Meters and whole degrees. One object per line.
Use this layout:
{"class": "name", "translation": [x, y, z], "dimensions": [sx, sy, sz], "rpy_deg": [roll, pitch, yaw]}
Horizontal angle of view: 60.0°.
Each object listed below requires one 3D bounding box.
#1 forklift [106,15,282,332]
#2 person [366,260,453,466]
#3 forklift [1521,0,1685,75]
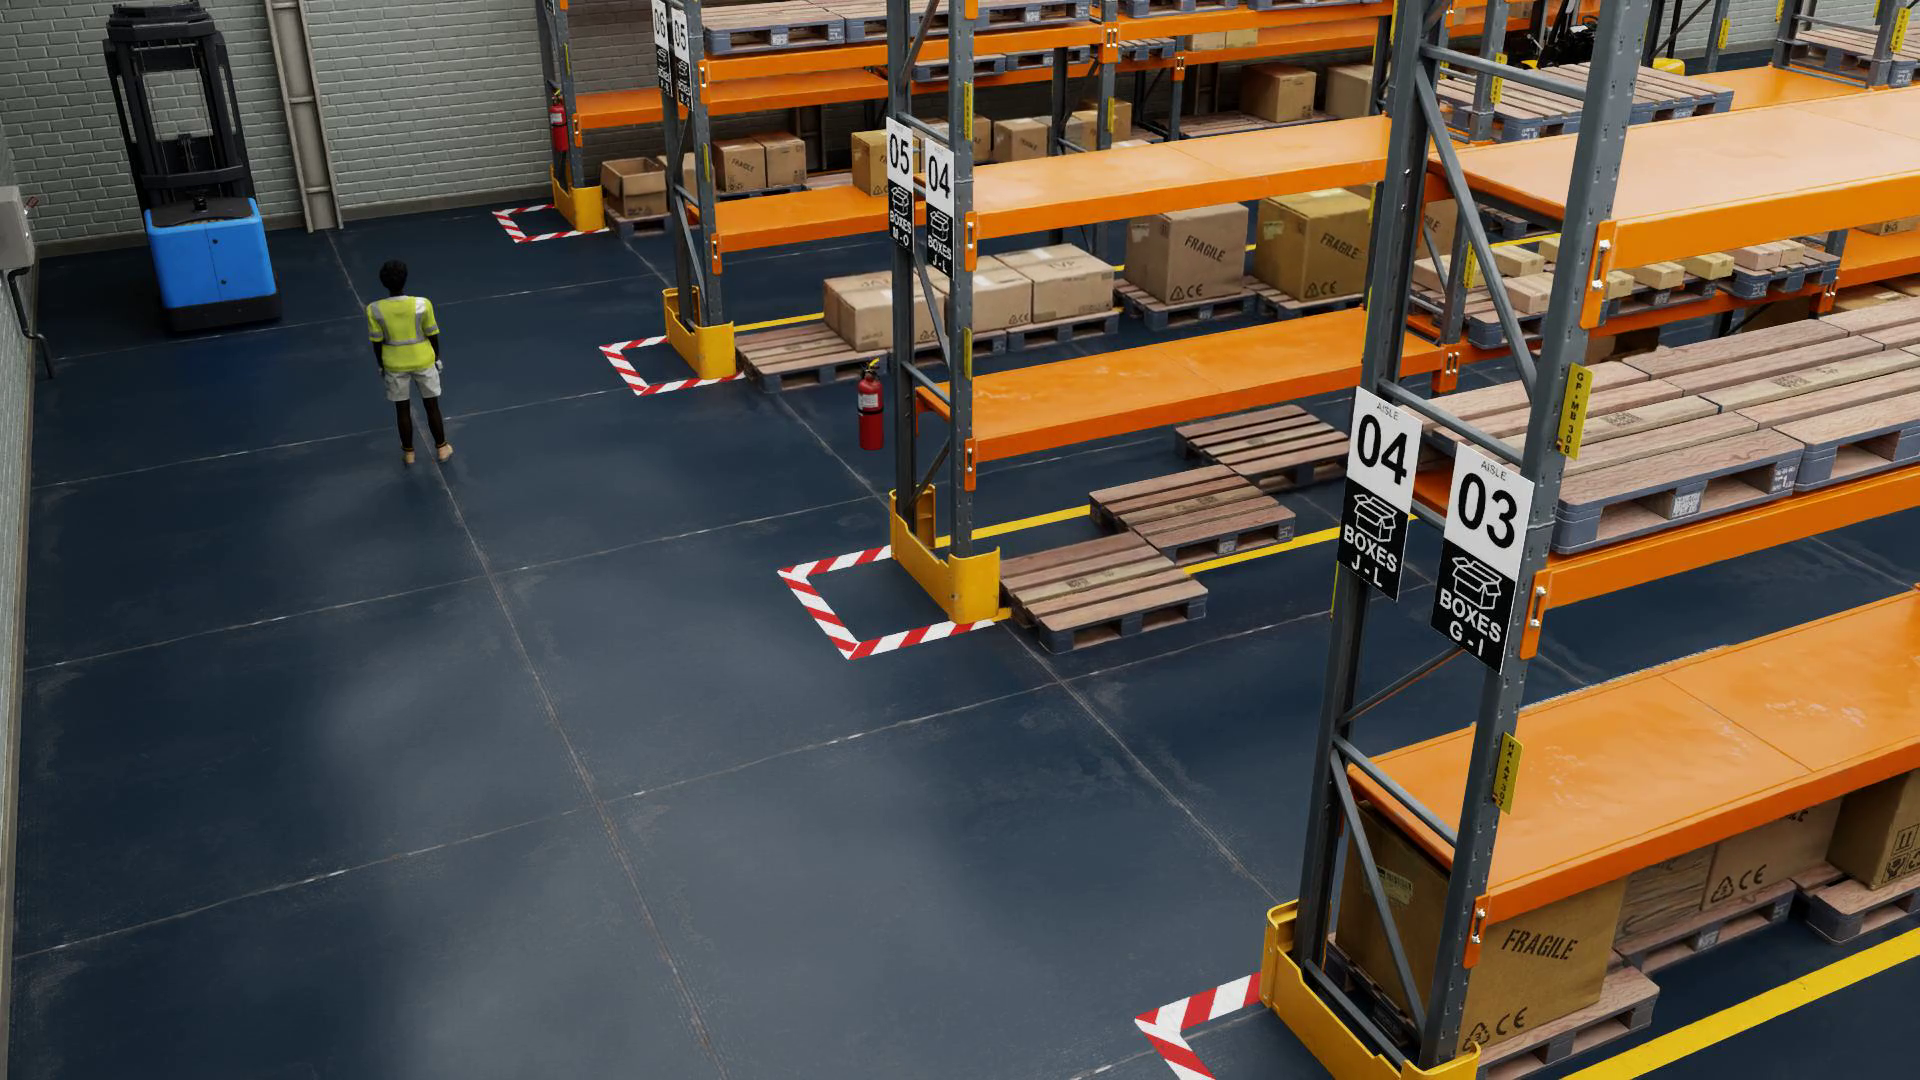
{"class": "forklift", "translation": [-7.548, -3.672, 16.323], "dimensions": [1.129, 2.768, 1.873], "rpy_deg": [-12, 30, -22]}
{"class": "person", "translation": [-4.380, -1.400, 13.232], "dimensions": [0.532, 1.696, 0.319], "rpy_deg": [-7, 28, -13]}
{"class": "forklift", "translation": [8.950, -6.807, 23.056], "dimensions": [1.214, 2.155, 2.313], "rpy_deg": [-12, 30, -22]}
